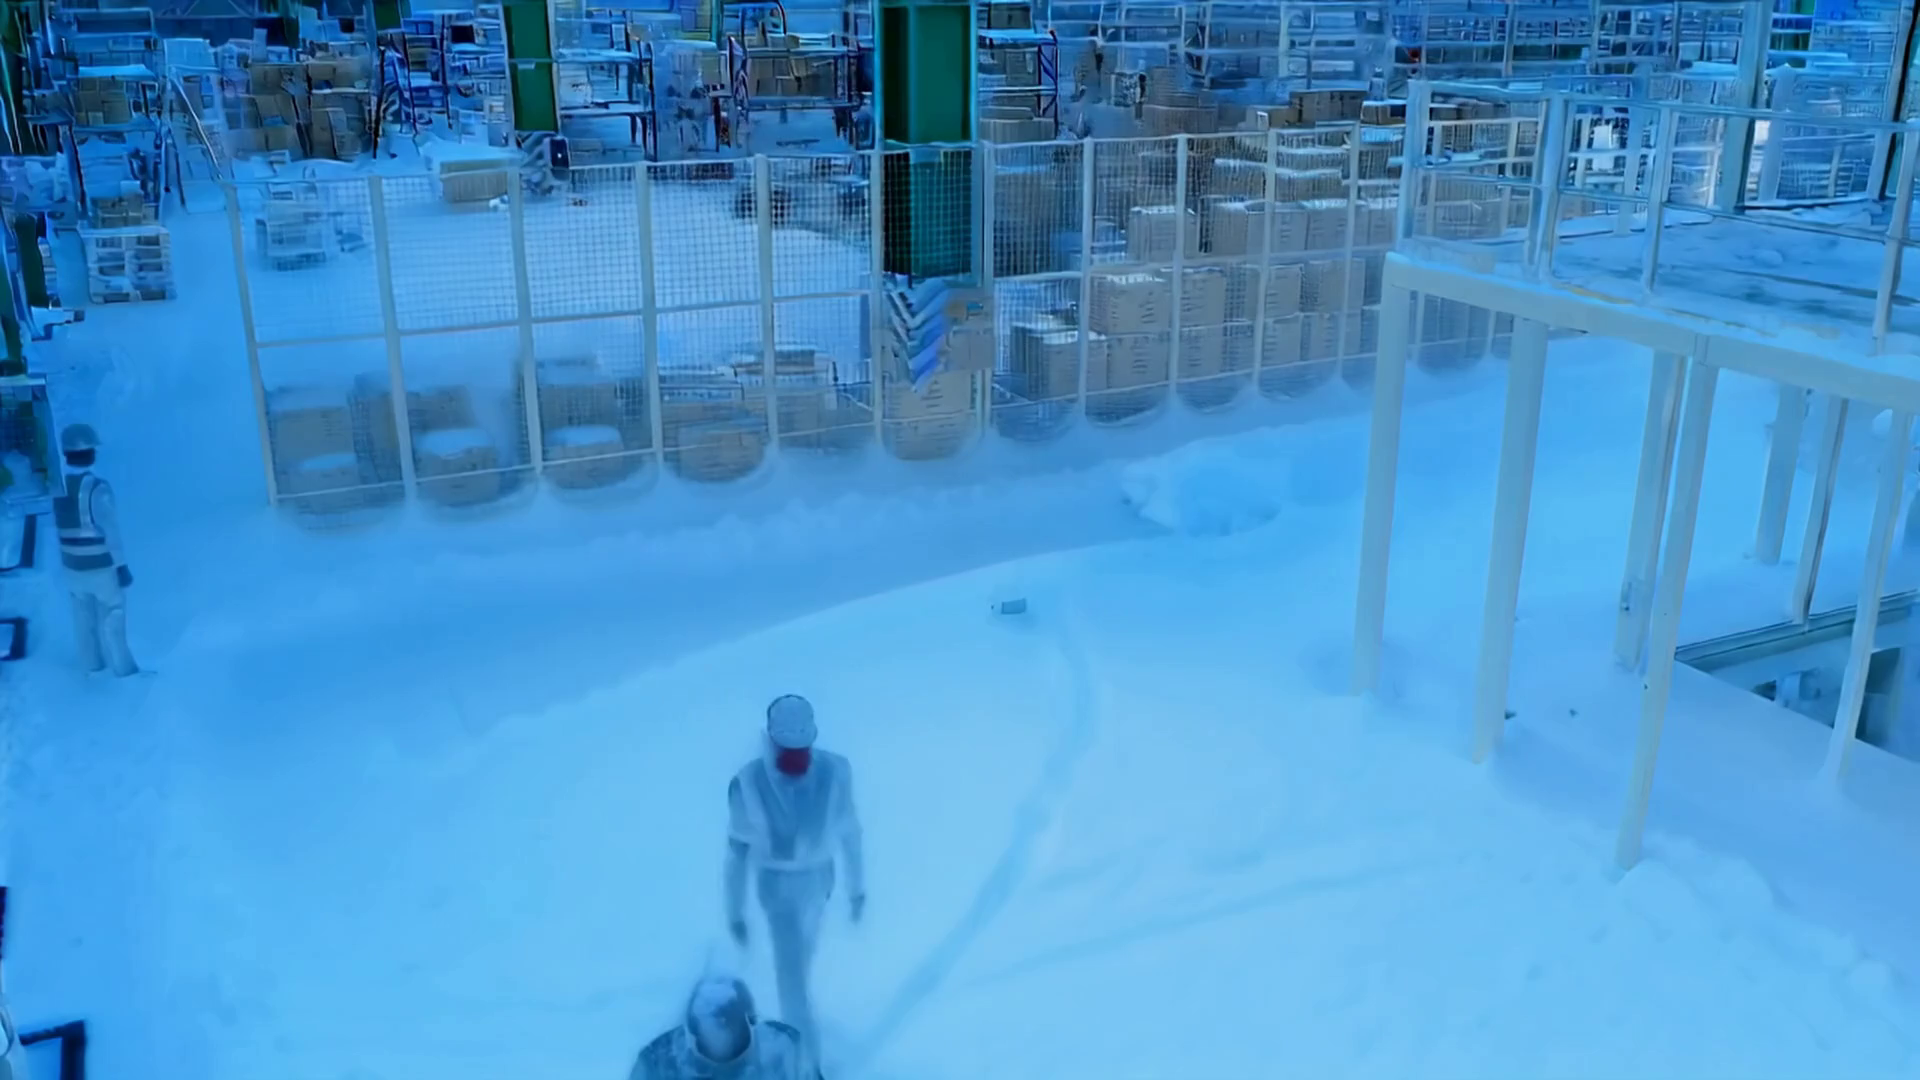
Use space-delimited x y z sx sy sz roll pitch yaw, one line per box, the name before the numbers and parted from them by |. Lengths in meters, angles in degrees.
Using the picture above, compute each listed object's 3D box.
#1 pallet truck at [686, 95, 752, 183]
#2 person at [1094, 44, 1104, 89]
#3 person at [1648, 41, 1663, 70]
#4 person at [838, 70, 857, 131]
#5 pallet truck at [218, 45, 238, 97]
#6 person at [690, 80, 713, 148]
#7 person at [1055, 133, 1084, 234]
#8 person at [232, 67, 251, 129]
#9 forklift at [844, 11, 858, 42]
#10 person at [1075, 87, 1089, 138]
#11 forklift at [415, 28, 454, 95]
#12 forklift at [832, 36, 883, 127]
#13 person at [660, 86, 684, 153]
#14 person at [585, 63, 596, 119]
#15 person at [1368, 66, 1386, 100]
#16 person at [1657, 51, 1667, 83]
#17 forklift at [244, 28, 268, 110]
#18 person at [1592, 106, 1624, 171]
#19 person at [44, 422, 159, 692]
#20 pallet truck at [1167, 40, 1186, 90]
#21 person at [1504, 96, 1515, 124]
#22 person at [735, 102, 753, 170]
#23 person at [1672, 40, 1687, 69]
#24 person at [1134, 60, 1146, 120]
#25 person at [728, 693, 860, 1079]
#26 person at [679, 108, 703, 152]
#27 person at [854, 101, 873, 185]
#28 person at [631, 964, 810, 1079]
pallet truck | -5.836 -9.608 39.856 0.823 1.965 1.885 10 22 27
person | 5.810 -19.829 69.720 0.532 1.843 0.488 16 25 39
person | 32.598 -22.646 77.797 0.923 1.900 0.542 2 19 7
person | -3.523 -13.804 52.188 0.765 1.896 0.403 -8 21 -22
pallet truck | -28.879 -18.665 66.111 0.823 1.965 1.885 -3 19 -9
person | -7.351 -12.116 47.310 0.592 1.880 0.971 -5 20 -15
person | 2.162 -6.951 32.316 0.643 1.904 0.971 0 19 0
person | -22.768 -14.030 52.850 0.548 1.901 0.873 -5 20 -13
forklift | -5.450 -25.088 83.395 1.873 2.768 1.129 -9 21 -25
person | 3.237 -11.312 45.040 0.824 1.834 0.528 11 22 29
forklift | -21.585 -19.456 67.070 1.129 2.768 1.873 14 23 35
forklift | -3.095 -14.692 53.260 1.873 2.768 1.129 -9 21 -25
person | -7.944 -11.589 45.867 0.512 1.827 0.641 11 22 29
person | -12.526 -15.214 56.358 0.341 1.839 0.501 -2 19 -7
person | 13.329 -14.184 53.219 0.562 1.927 0.404 1 19 4
person | 28.393 -18.880 67.217 0.625 1.679 0.540 -9 21 -24
forklift | -24.981 -16.906 59.677 1.873 2.768 1.129 -9 21 -25
person | 14.566 -8.862 37.626 0.538 2.000 0.681 -12 22 -31
person | -6.092 0.125 11.714 0.605 1.949 0.401 9 21 23
pallet truck | 9.045 -19.971 69.895 0.823 1.965 1.885 -3 19 -8
person | 14.614 -11.188 44.823 0.797 1.732 0.526 1 19 3
person | -5.506 -10.146 41.834 0.670 1.706 0.503 -11 22 -29
person | 32.895 -21.995 75.895 0.736 1.909 0.655 -10 22 -27
person | 6.059 -15.127 55.899 0.371 1.966 0.608 -5 20 -14
person | -0.770 1.540 7.698 0.594 1.900 0.886 -8 21 -22
person | -6.637 -9.715 40.692 0.542 1.668 0.804 5 20 14
person | -2.282 -9.337 39.159 0.372 1.940 0.632 9 21 24
person | -0.785 2.268 5.665 0.621 1.845 0.429 -6 20 -16
